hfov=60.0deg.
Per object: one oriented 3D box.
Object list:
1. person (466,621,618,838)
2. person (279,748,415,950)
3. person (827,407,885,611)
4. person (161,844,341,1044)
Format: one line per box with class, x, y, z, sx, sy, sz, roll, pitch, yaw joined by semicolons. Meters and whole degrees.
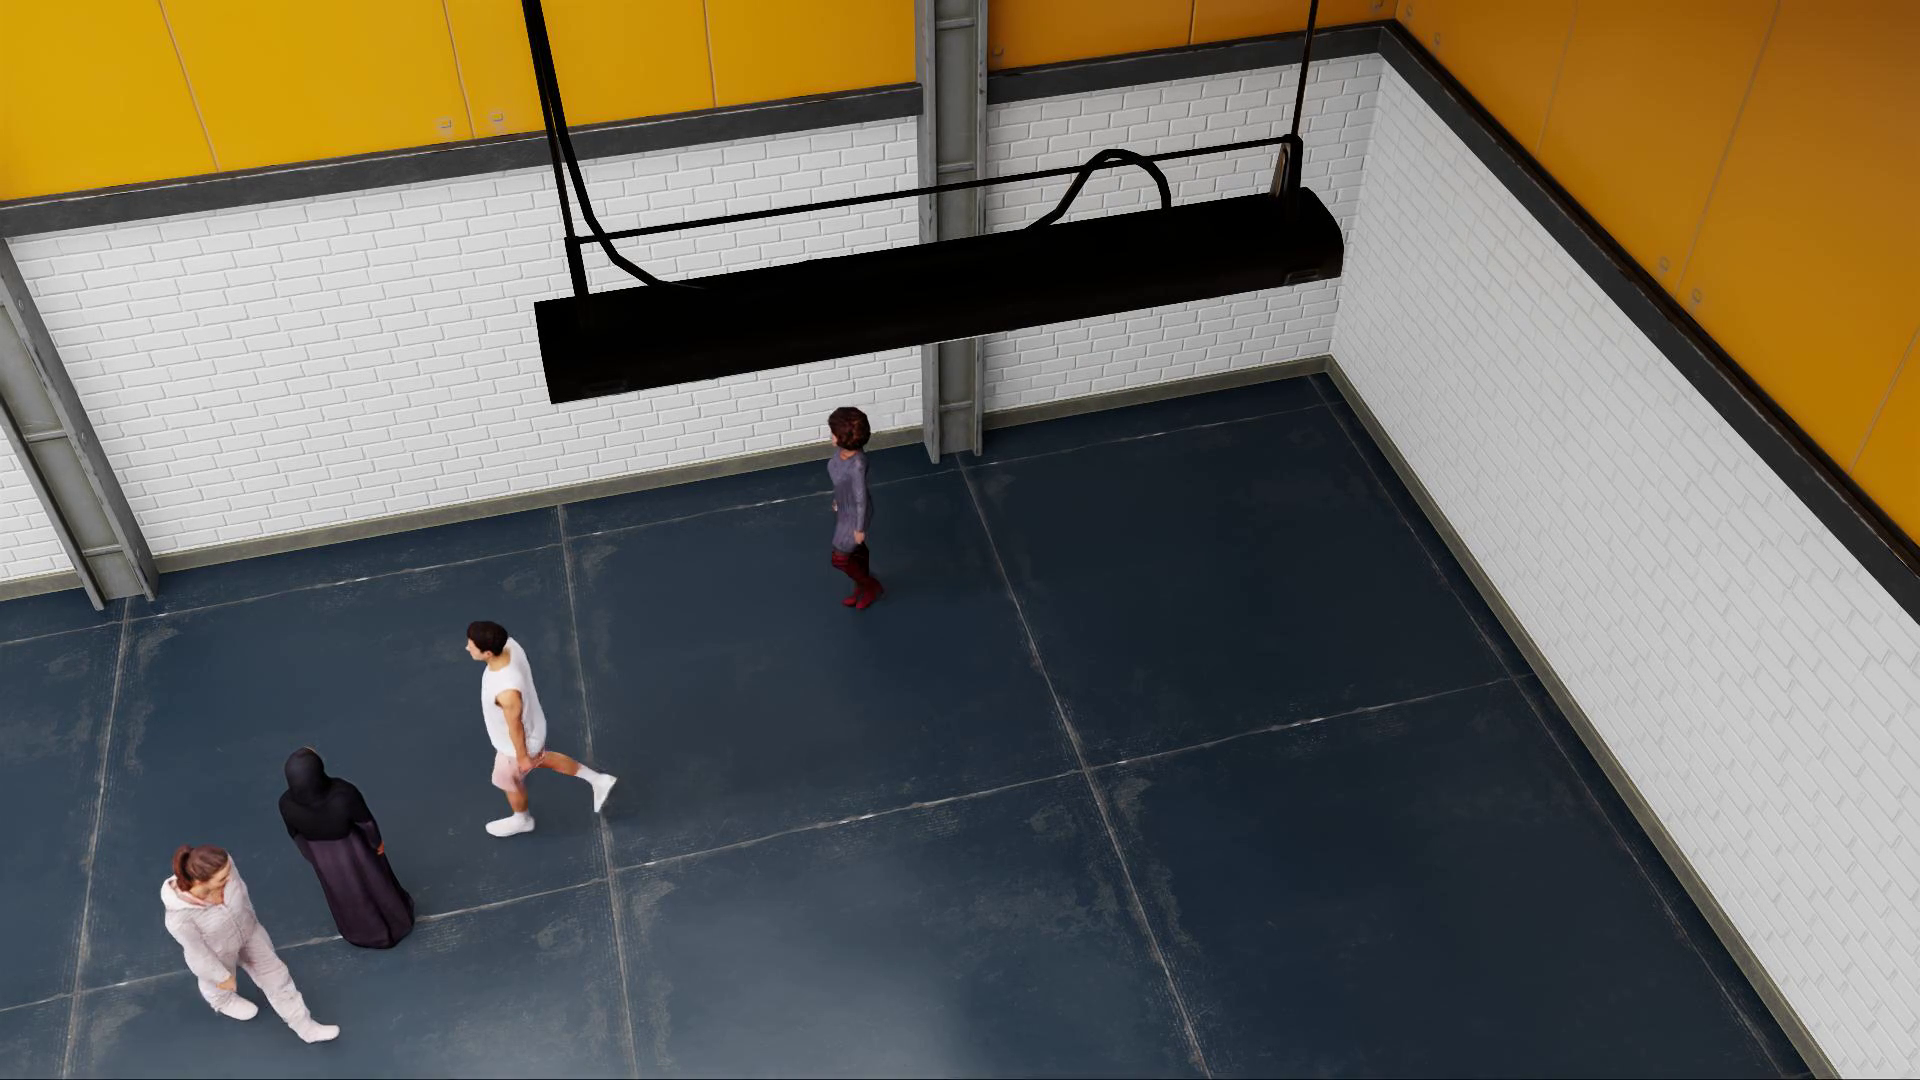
person;-2.468;1.098;9.629;1.065;1.765;0.704;-8;44;-8
person;-3.399;1.681;9.127;0.552;1.614;0.678;-6;44;-6
person;-0.626;-0.186;11.023;0.569;1.703;0.593;-11;45;-11
person;-3.923;2.083;8.690;1.136;1.635;1.030;16;46;16
